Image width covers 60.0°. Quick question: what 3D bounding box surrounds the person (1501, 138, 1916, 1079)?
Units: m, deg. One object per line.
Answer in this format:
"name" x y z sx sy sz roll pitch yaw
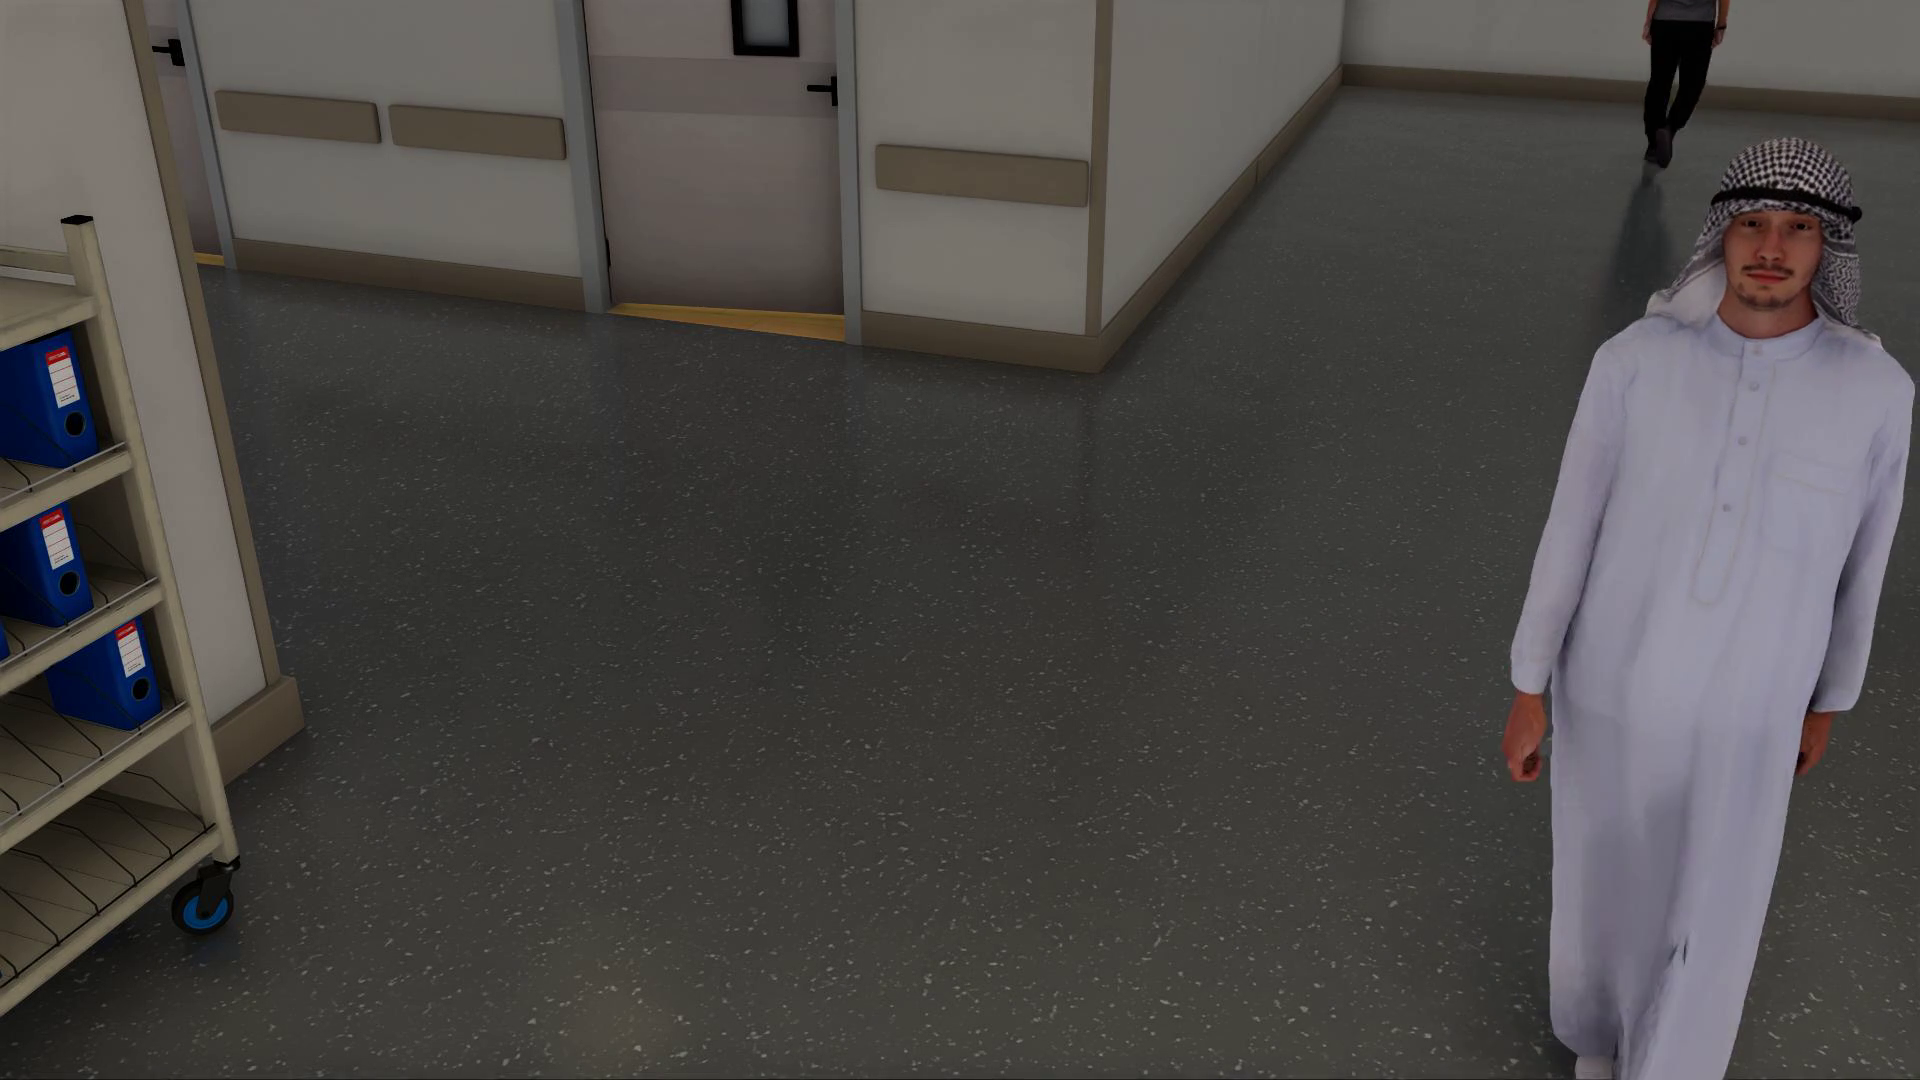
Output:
"person" 1.275 0.244 2.942 0.761 1.891 1.146 12 28 23

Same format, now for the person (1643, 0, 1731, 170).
"person" 4.384 -3.134 10.130 0.790 1.734 1.056 17 30 31
